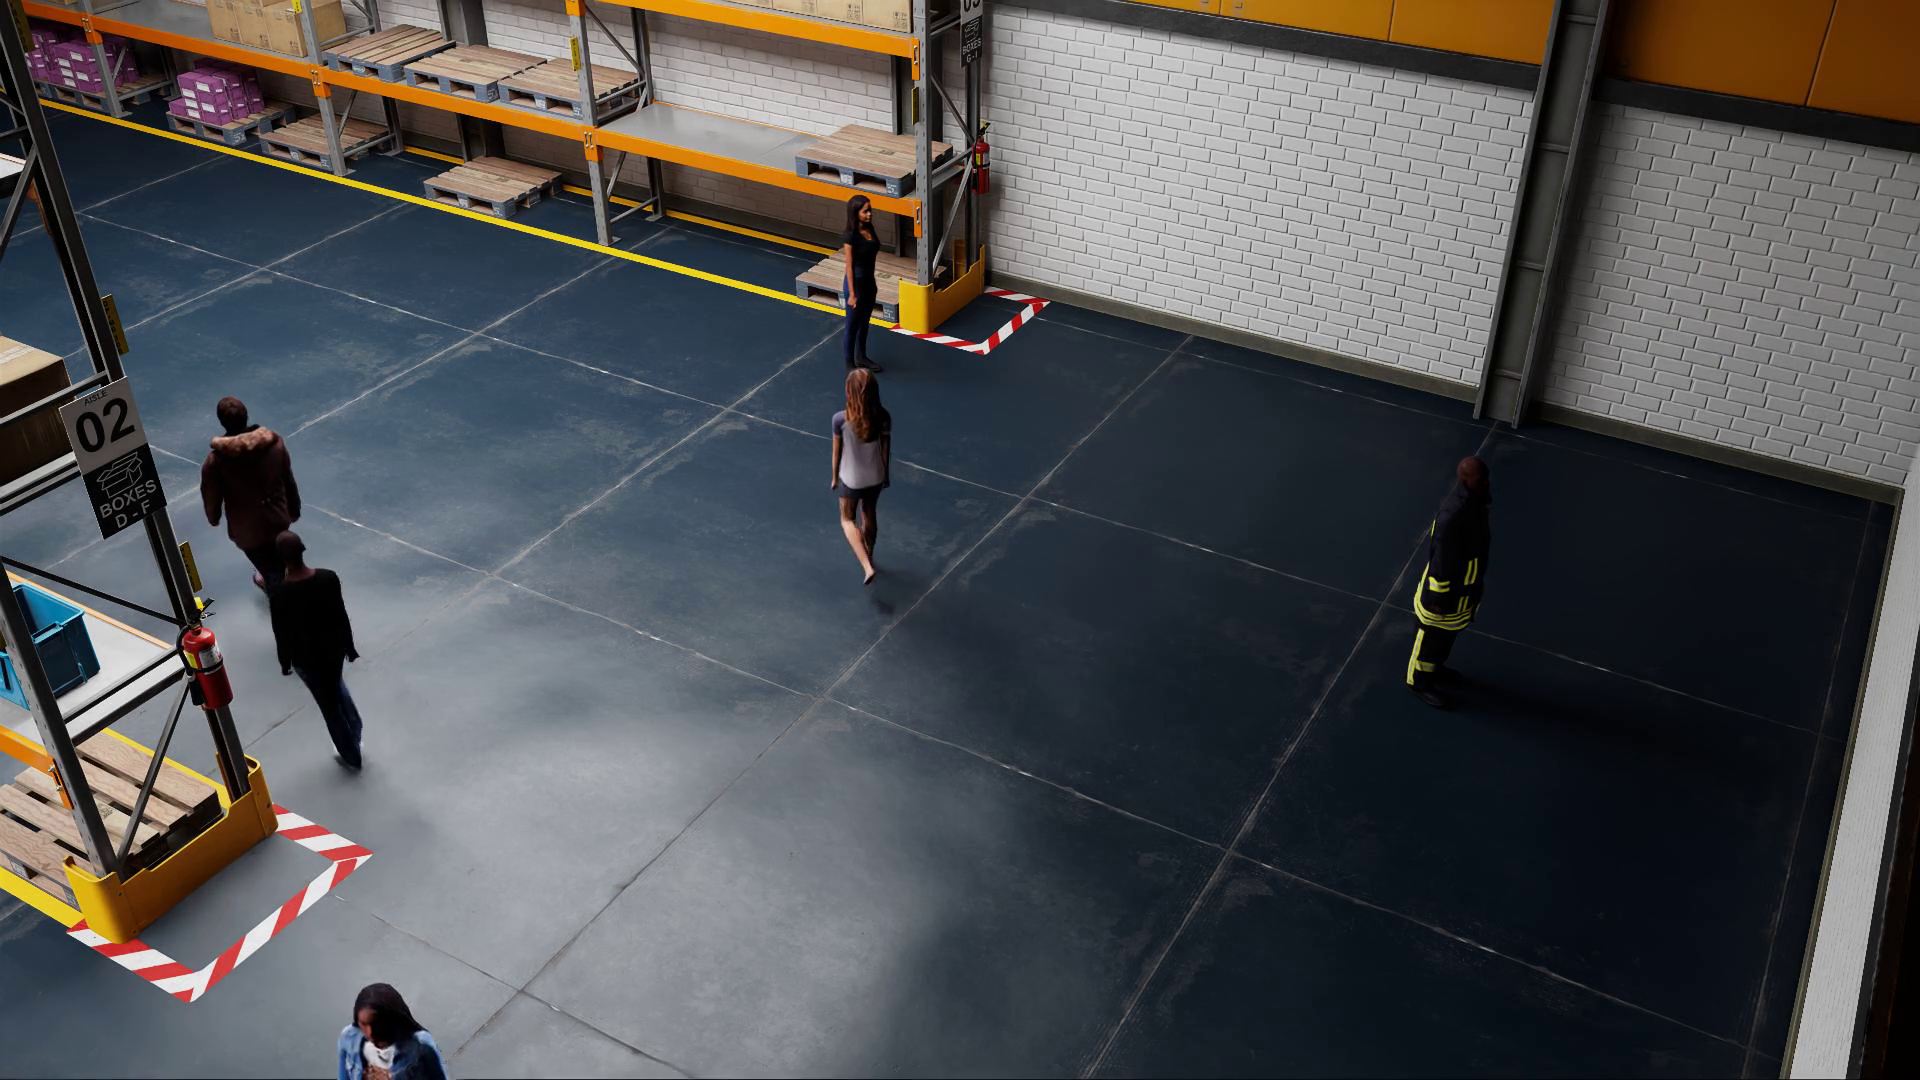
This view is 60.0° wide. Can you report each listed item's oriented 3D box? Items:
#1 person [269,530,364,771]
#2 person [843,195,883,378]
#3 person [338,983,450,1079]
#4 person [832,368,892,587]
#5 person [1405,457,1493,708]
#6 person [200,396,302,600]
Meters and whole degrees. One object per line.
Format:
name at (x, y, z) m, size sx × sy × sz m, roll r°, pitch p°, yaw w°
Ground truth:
person at (-3.955, 0.743, 10.372) m, size 0.673 × 1.734 × 0.646 m, roll 26°, pitch 42°, yaw 34°
person at (-0.897, -2.276, 14.911) m, size 0.519 × 1.738 × 0.561 m, roll 17°, pitch 37°, yaw 24°
person at (-2.517, 2.593, 7.651) m, size 1.193 × 1.666 × 0.963 m, roll 5°, pitch 34°, yaw 8°
person at (-0.701, -0.418, 12.137) m, size 0.913 × 1.714 × 0.996 m, roll -11°, pitch 35°, yaw -16°
person at (3.253, 0.237, 11.056) m, size 0.678 × 1.821 × 0.760 m, roll 22°, pitch 39°, yaw 29°
person at (-4.833, -0.091, 11.572) m, size 1.217 × 1.796 × 0.877 m, roll 25°, pitch 41°, yaw 32°
